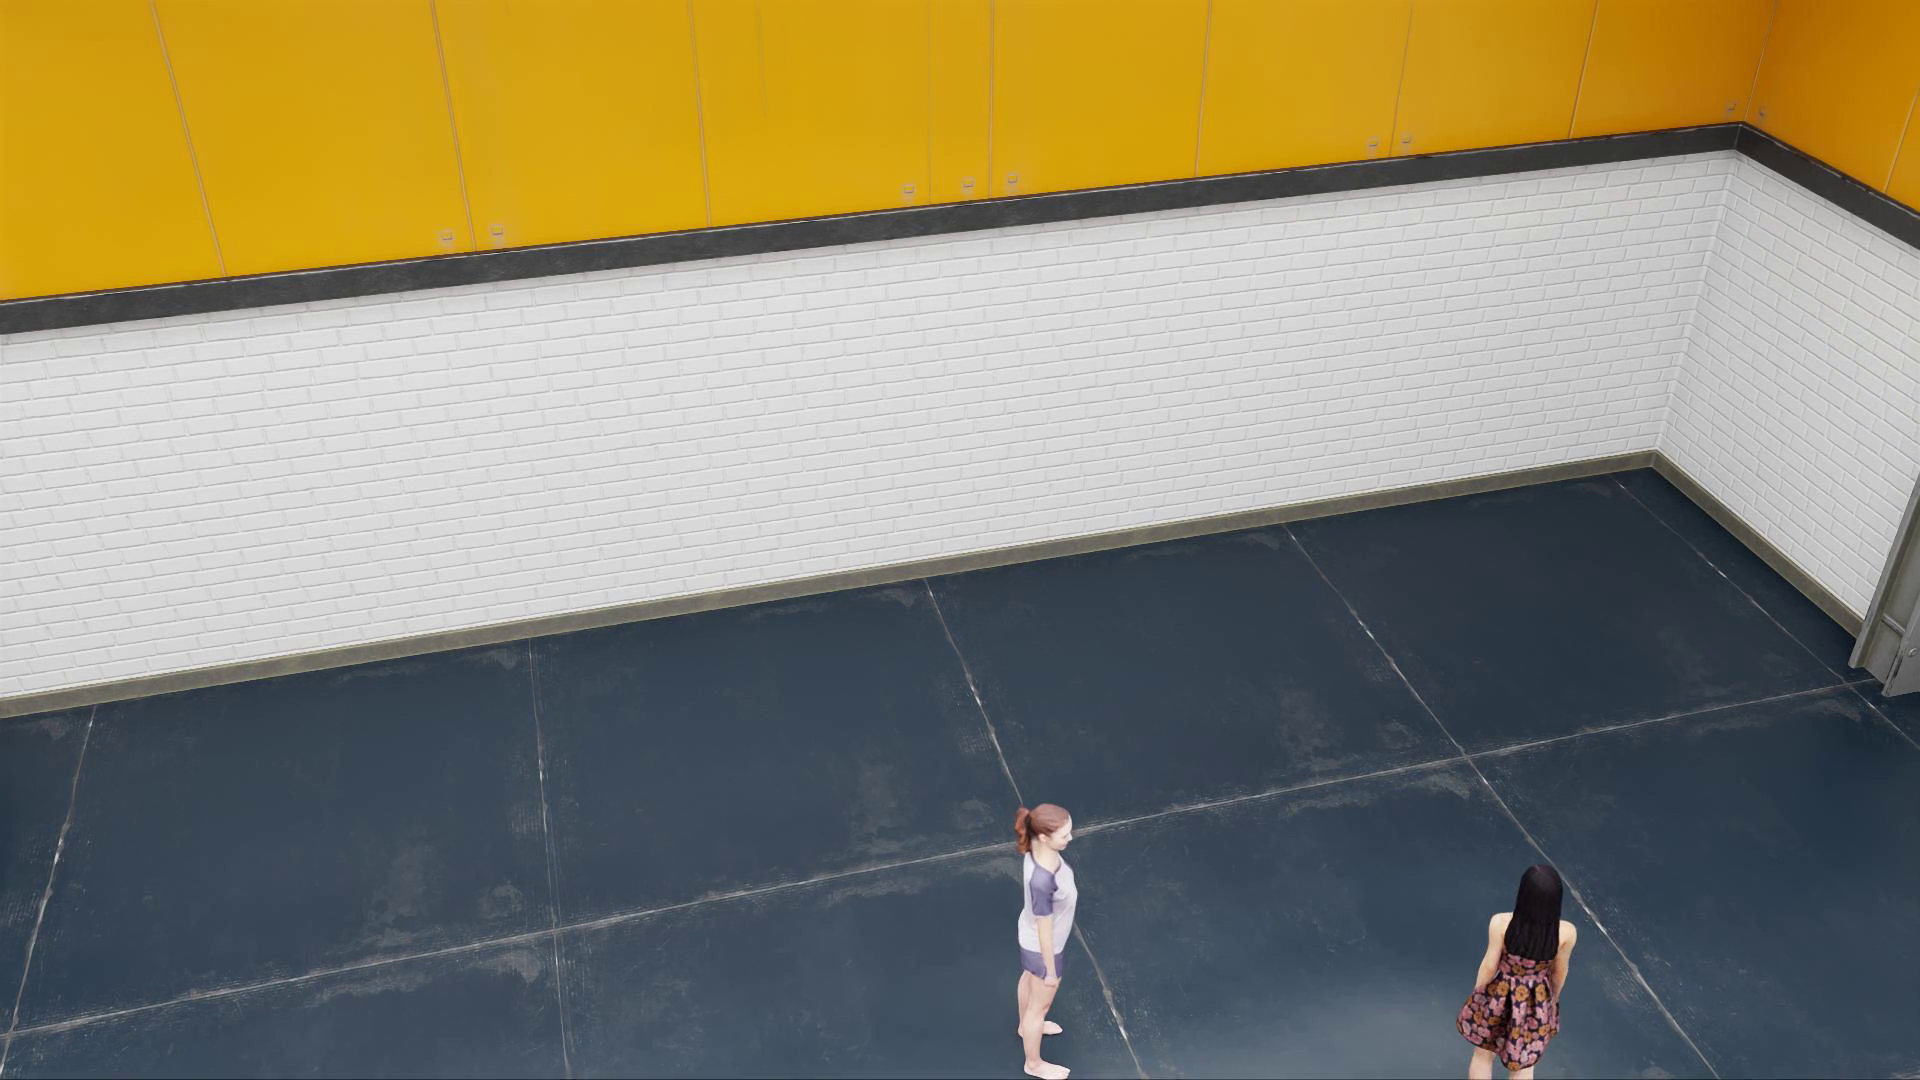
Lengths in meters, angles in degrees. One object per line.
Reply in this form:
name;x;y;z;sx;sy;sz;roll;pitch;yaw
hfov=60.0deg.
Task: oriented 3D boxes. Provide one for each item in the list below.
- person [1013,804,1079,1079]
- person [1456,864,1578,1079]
person;0.425;2.056;8.624;0.687;1.765;0.549;-1;34;-2
person;2.750;2.292;8.261;0.772;1.774;0.799;4;34;7
